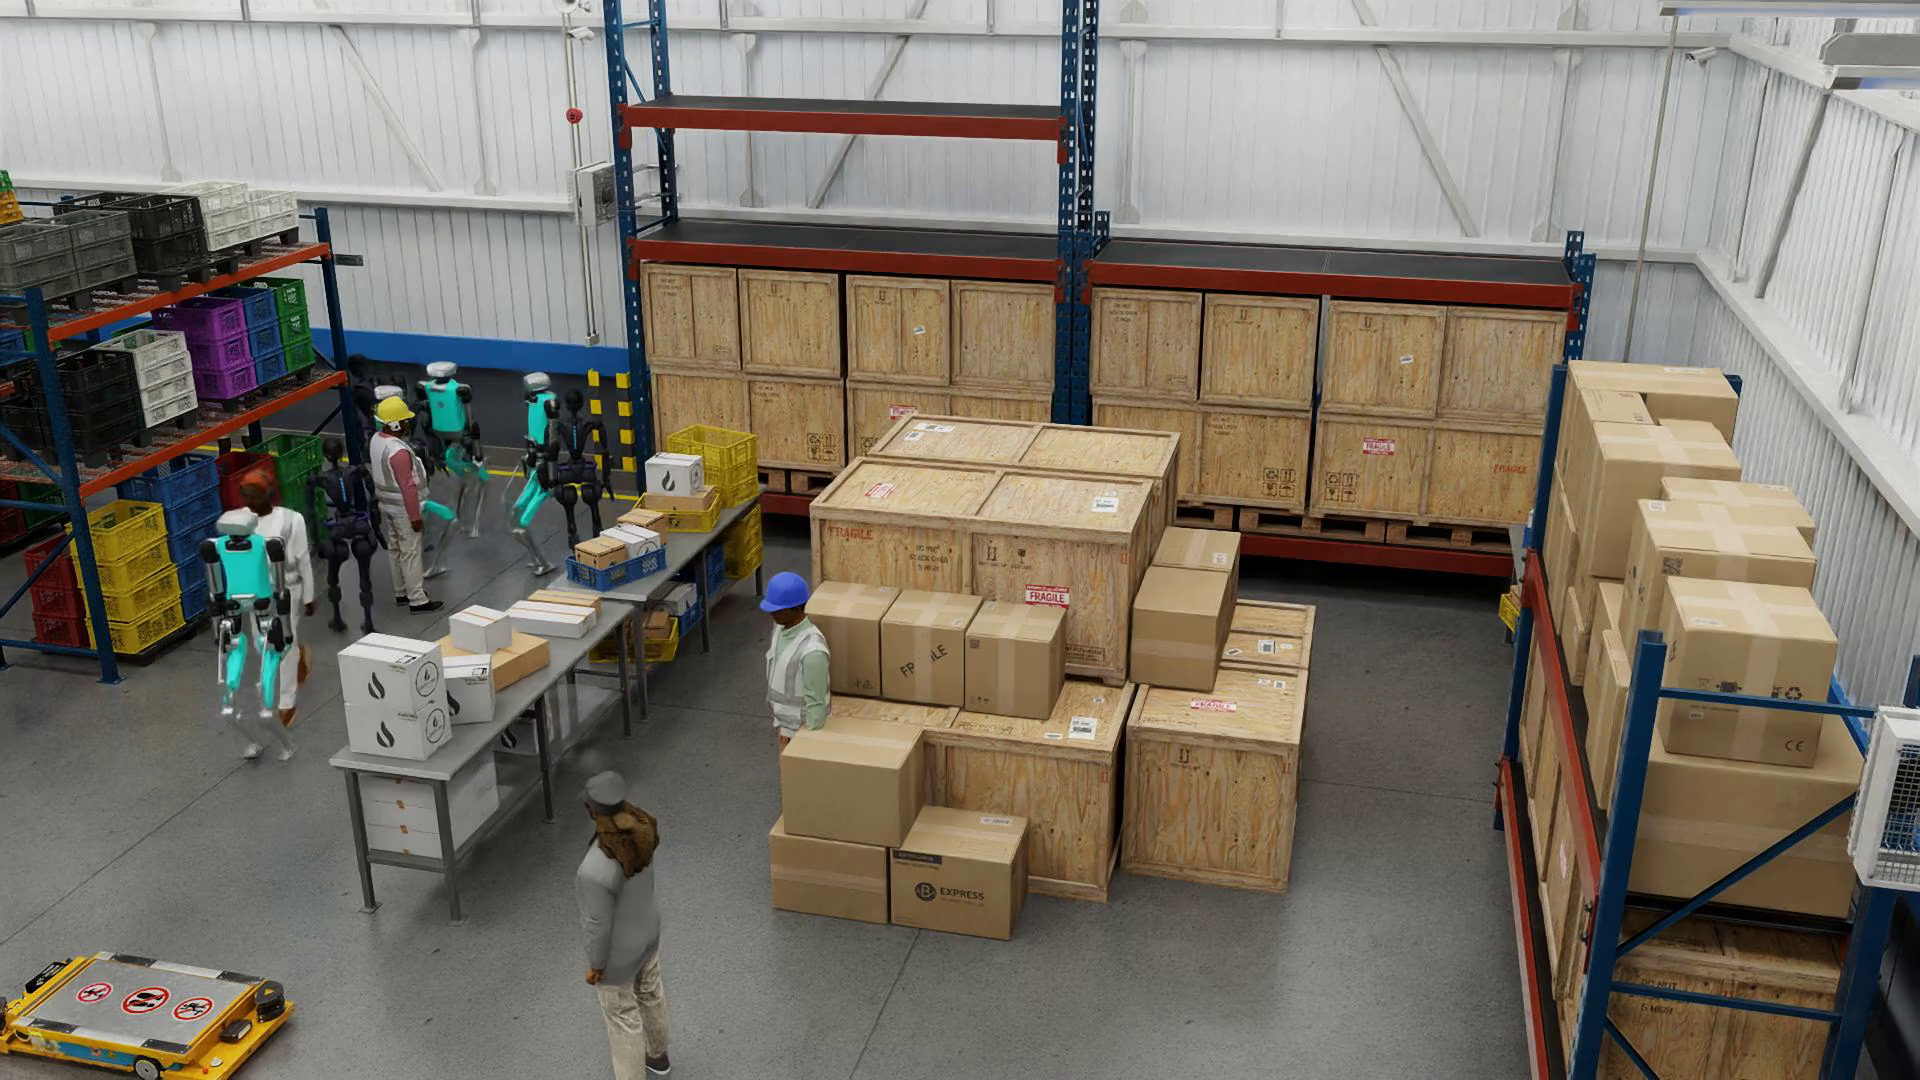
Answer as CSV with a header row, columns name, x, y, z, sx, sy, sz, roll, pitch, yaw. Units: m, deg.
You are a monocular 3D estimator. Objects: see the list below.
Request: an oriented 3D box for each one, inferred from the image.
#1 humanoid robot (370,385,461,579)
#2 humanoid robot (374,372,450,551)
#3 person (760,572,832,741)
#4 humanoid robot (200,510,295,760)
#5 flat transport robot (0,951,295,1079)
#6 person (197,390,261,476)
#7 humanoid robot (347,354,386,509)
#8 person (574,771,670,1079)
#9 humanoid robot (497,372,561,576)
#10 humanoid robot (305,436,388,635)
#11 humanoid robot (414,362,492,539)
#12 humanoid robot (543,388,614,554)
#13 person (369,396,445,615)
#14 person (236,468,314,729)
name,x,y,z,sx,sy,sz,roll,pitch,yaw
humanoid robot,-4.603,-0.482,14.271,0.689,1.811,0.545,-18,28,-40
humanoid robot,-4.889,-0.686,14.867,0.603,1.660,0.345,-14,25,-33
person,-0.963,1.082,9.881,0.411,1.939,0.602,-10,23,-24
humanoid robot,-4.746,0.742,11.063,0.544,1.808,0.702,-2,21,-5
flat transport robot,-4.270,2.464,8.601,1.431,0.231,0.659,5,22,13
person,-7.073,-1.344,16.081,0.604,2.044,0.373,-8,22,-21
humanoid robot,-5.468,-0.966,15.687,0.792,1.606,0.617,7,22,17
person,-1.609,1.906,7.958,0.398,1.766,0.572,6,22,16
humanoid robot,-3.757,-0.554,14.362,0.689,1.740,0.542,-15,25,-34
humanoid robot,-4.863,-0.047,13.188,0.586,1.649,0.381,-13,25,-31
humanoid robot,-4.518,-0.822,15.171,0.541,1.783,0.798,4,21,10
humanoid robot,-3.318,-0.510,14.401,0.603,1.654,0.325,-5,22,-13
person,-4.544,-0.284,13.599,0.404,1.832,0.592,-17,26,-37
person,-4.882,0.361,11.872,0.583,1.859,0.750,1,21,2
